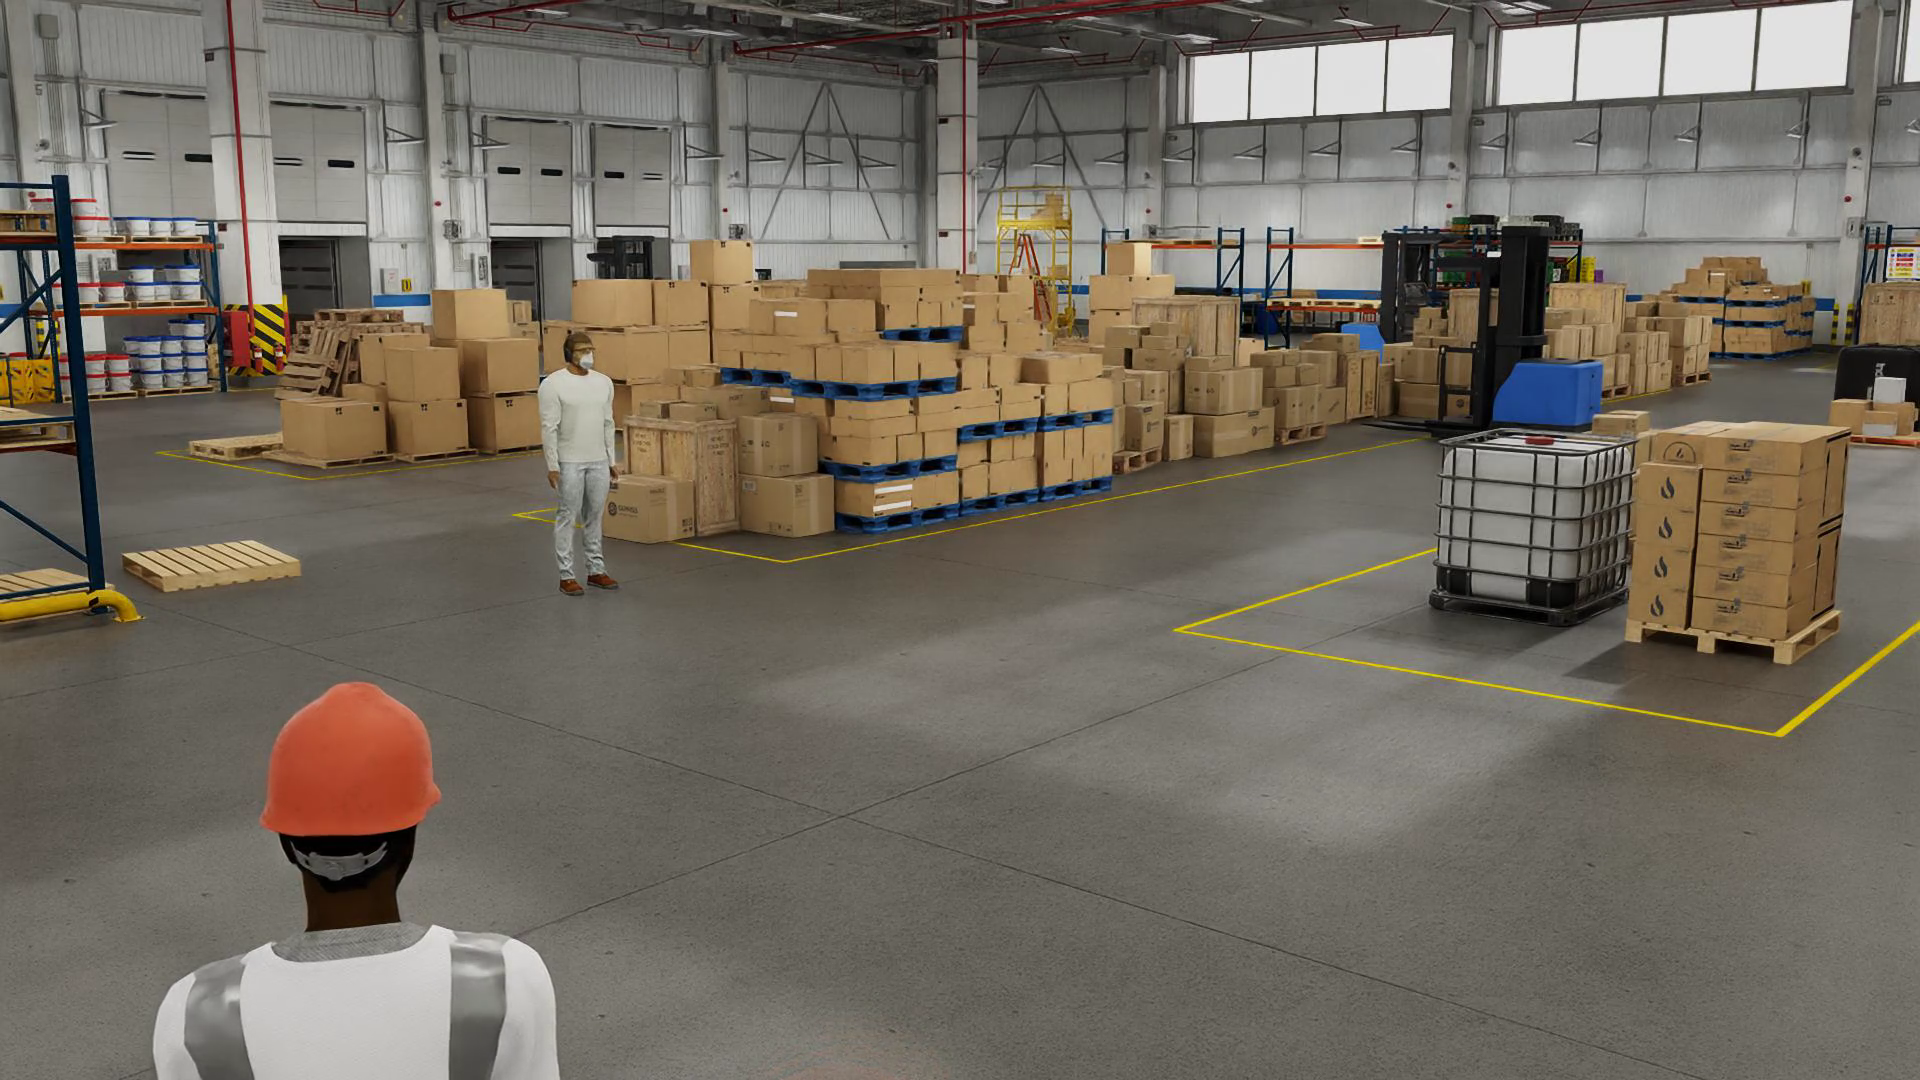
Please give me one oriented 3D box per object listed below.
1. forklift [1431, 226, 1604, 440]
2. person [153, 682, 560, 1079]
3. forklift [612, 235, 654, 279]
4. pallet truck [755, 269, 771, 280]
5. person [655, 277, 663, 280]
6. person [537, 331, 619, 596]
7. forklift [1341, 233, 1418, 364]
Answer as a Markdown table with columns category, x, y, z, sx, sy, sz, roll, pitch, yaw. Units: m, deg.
| category | x | y | z | sx | sy | sz | roll | pitch | yaw |
| --- | --- | --- | --- | --- | --- | --- | --- | --- | --- |
| forklift | 7.339 | -2.688 | 21.696 | 1.873 | 2.768 | 1.129 | 8 | 13 | 40 |
| person | -0.847 | 1.161 | 2.460 | 0.544 | 1.939 | 0.354 | -3 | 10 | -15 |
| forklift | -7.300 | -5.450 | 37.421 | 1.873 | 2.768 | 1.129 | 8 | 13 | 40 |
| pallet truck | -4.996 | -6.432 | 45.525 | 1.885 | 1.965 | 0.823 | -6 | 12 | -32 |
| person | -6.508 | -4.725 | 36.022 | 0.636 | 1.928 | 0.384 | -5 | 11 | -25 |
| person | -2.799 | -0.569 | 12.313 | 0.372 | 1.940 | 0.630 | 9 | 13 | 41 |
| forklift | 8.358 | -4.466 | 31.817 | 1.873 | 2.768 | 1.129 | 8 | 13 | 40 |
